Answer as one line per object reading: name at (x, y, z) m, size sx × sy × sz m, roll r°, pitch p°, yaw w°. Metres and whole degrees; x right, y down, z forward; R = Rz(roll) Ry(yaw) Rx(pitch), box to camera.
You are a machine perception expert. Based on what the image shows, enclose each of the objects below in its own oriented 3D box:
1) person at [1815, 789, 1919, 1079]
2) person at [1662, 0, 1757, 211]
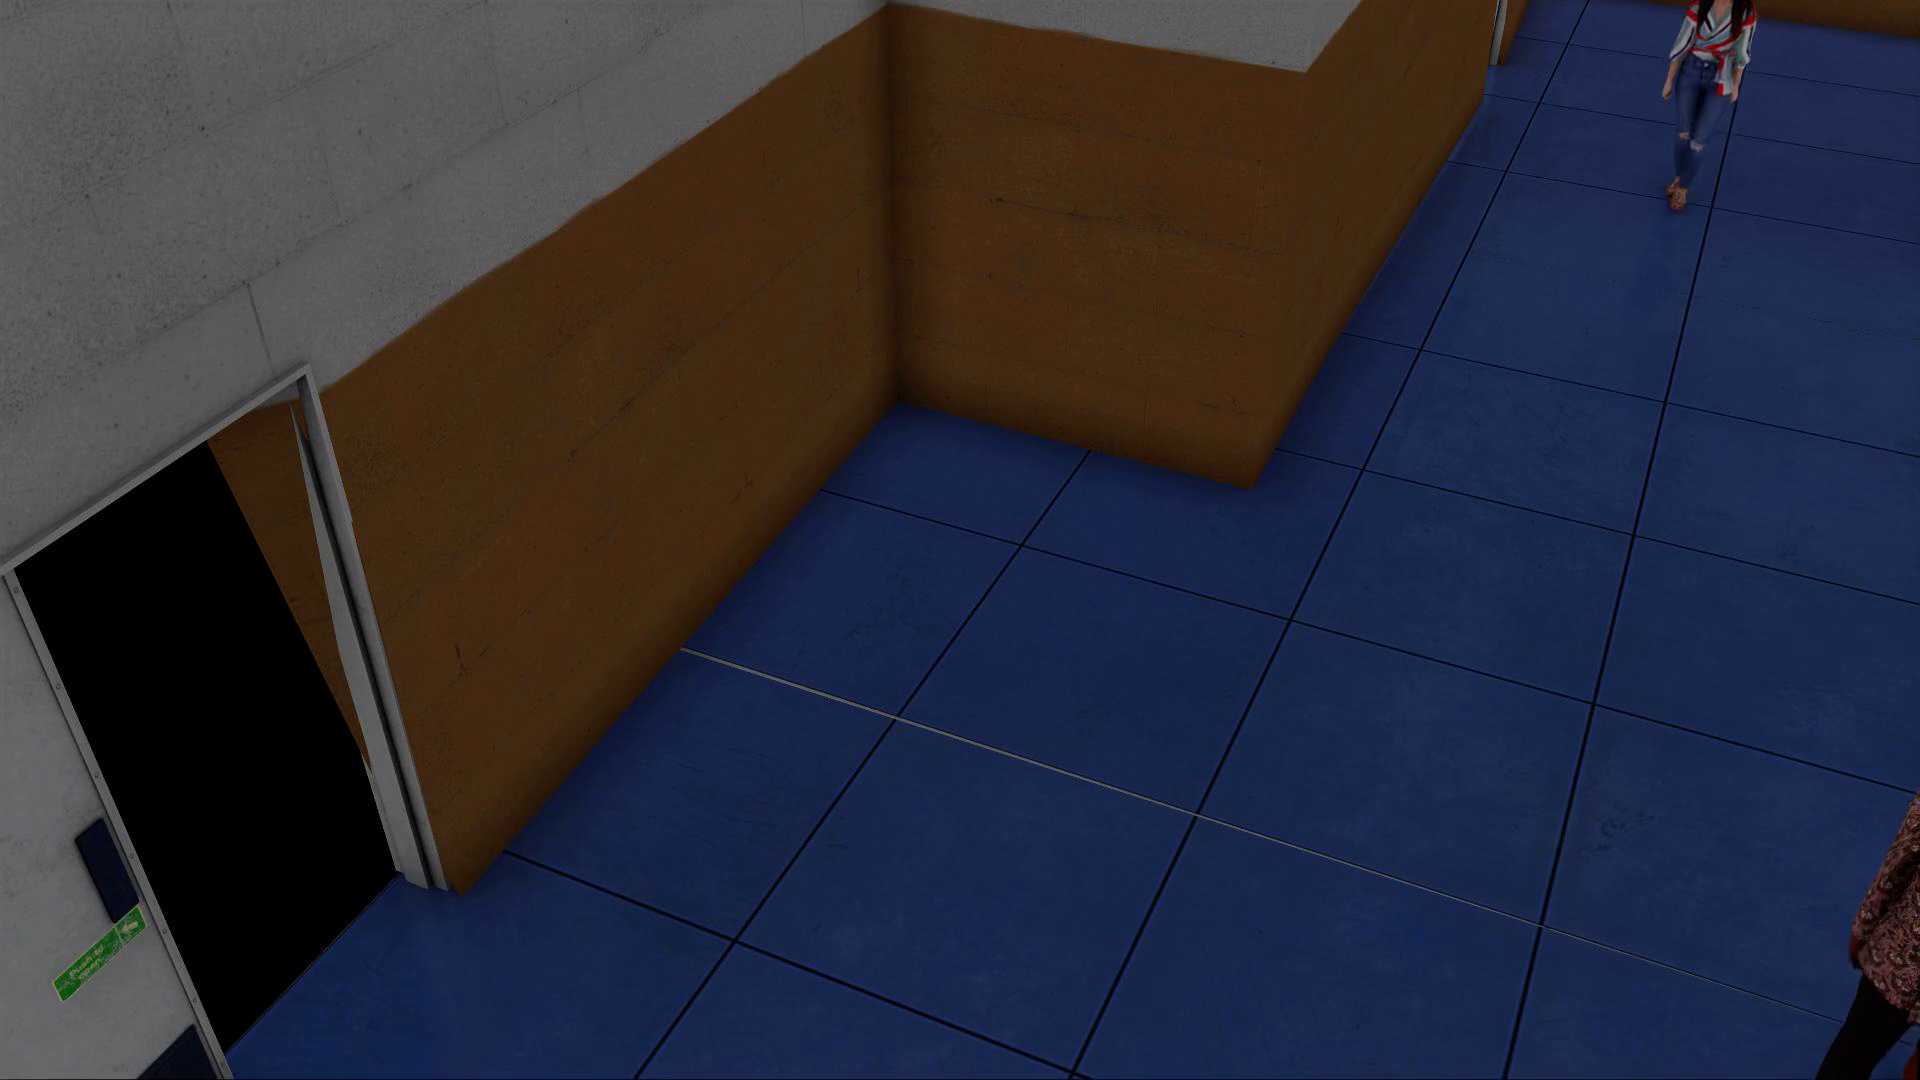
person at (2.940, 1.230, 4.930) m, size 1.055 × 1.787 × 0.923 m, roll 28°, pitch 45°, yaw 32°
person at (4.807, -2.966, 10.678) m, size 0.700 × 1.598 × 0.745 m, roll 24°, pitch 43°, yaw 28°
